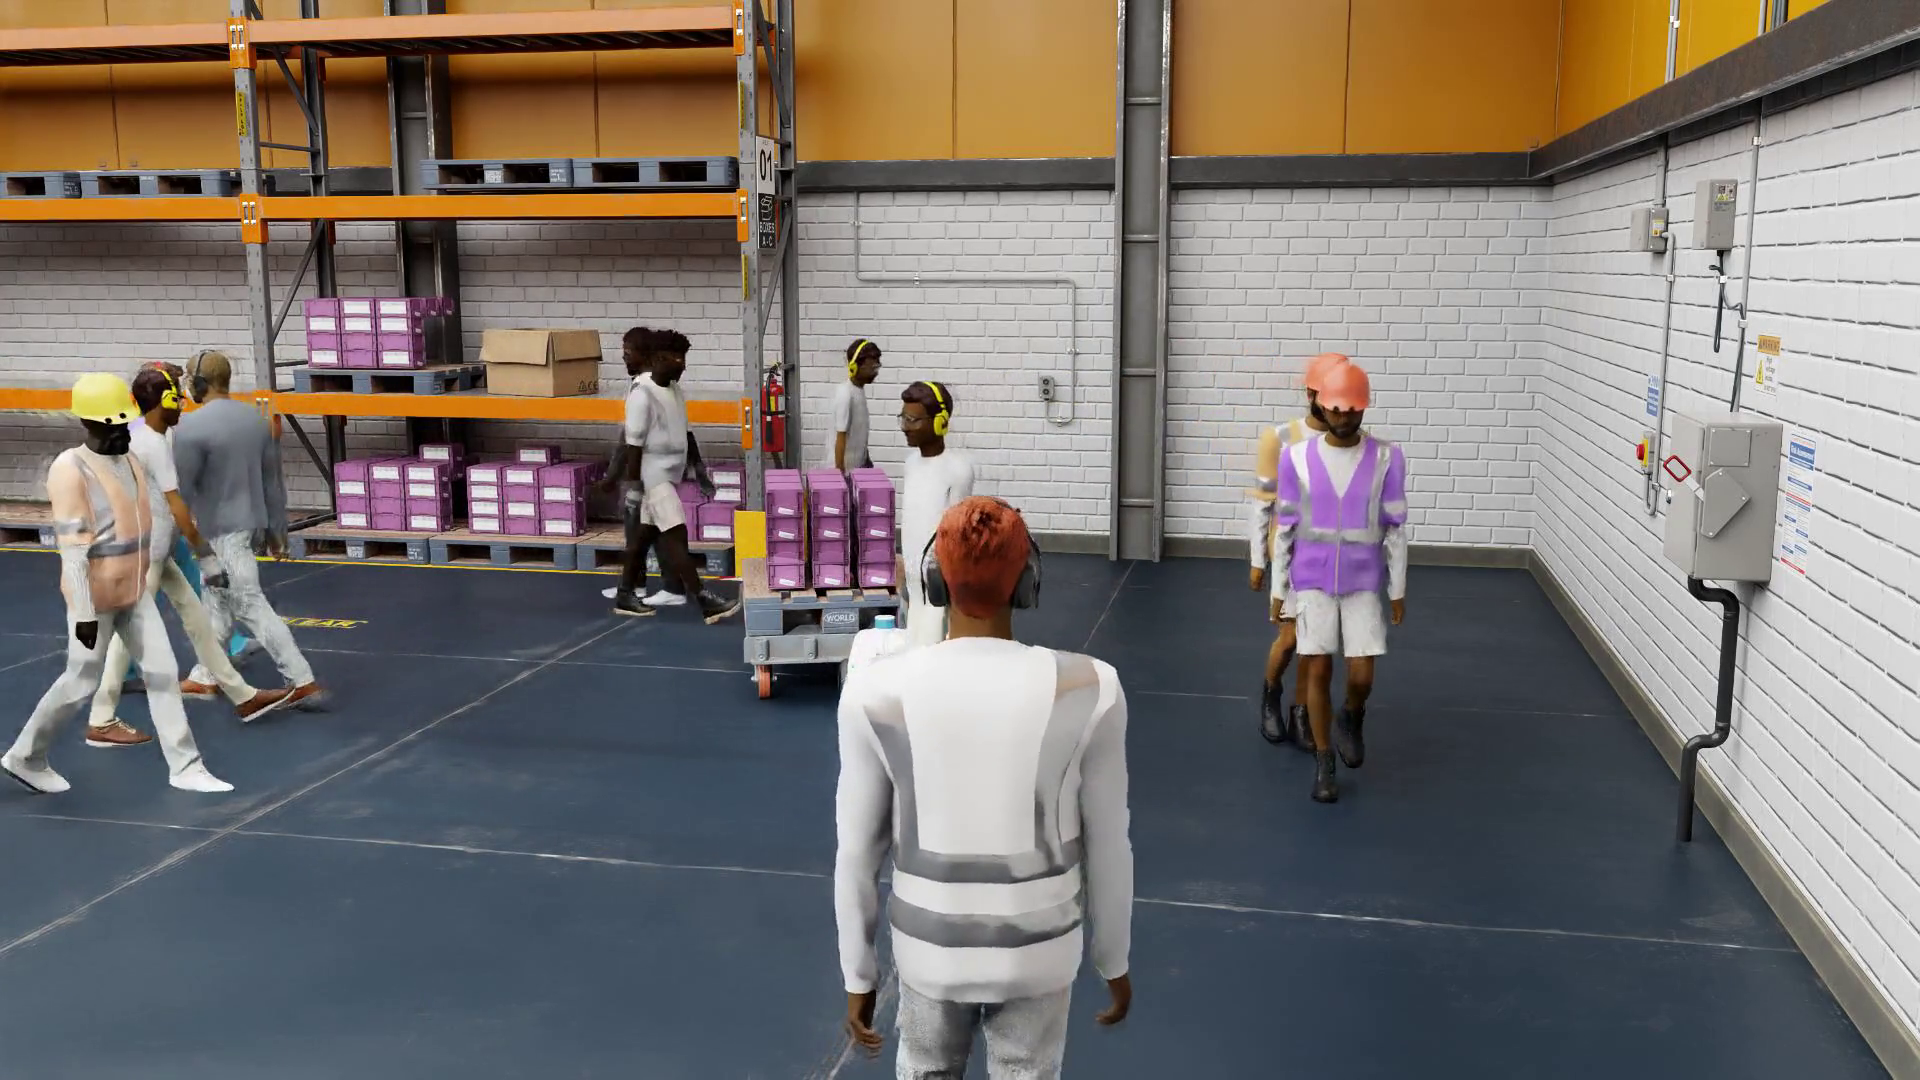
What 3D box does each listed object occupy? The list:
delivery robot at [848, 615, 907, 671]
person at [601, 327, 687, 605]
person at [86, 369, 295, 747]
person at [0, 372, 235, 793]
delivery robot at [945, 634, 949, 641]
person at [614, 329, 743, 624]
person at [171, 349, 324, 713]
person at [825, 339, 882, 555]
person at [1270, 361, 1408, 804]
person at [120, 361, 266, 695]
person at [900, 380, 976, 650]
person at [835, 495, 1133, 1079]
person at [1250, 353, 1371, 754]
[{"bbox_3d":[-0.377,0.621,8.351,0.477,0.478,0.707,0,9,0],"label":"delivery robot"},{"bbox_3d":[-2.168,-0.484,11.261,0.649,1.889,0.610,0,9,-1],"label":"person"},{"bbox_3d":[-3.822,0.080,8.111,0.999,1.802,0.560,-5,11,-28],"label":"person"},{"bbox_3d":[-3.725,0.212,7.166,0.950,1.889,0.598,1,9,5],"label":"person"},{"bbox_3d":[0.067,0.581,8.592,0.477,0.478,0.707,-3,10,-16],"label":"delivery robot"},{"bbox_3d":[-1.872,-0.409,10.799,1.004,1.896,0.599,2,10,10],"label":"person"},{"bbox_3d":[-3.755,-0.042,8.636,0.991,1.897,0.624,1,10,9],"label":"person"},{"bbox_3d":[-0.703,-0.408,10.987,0.428,1.837,0.652,0,9,0],"label":"person"},{"bbox_3d":[1.648,0.172,7.250,0.576,1.916,0.542,2,10,13],"label":"person"},{"bbox_3d":[-4.267,-0.079,9.132,1.004,1.784,0.574,-7,12,-36],"label":"person"},{"bbox_3d":[-0.063,0.230,7.159,0.705,1.842,0.530,-6,11,-30],"label":"person"},{"bbox_3d":[0.055,0.841,3.359,0.591,1.874,0.416,1,10,8],"label":"person"},{"bbox_3d":[1.669,0.073,7.838,0.553,1.913,0.442,-2,10,-10],"label":"person"}]
